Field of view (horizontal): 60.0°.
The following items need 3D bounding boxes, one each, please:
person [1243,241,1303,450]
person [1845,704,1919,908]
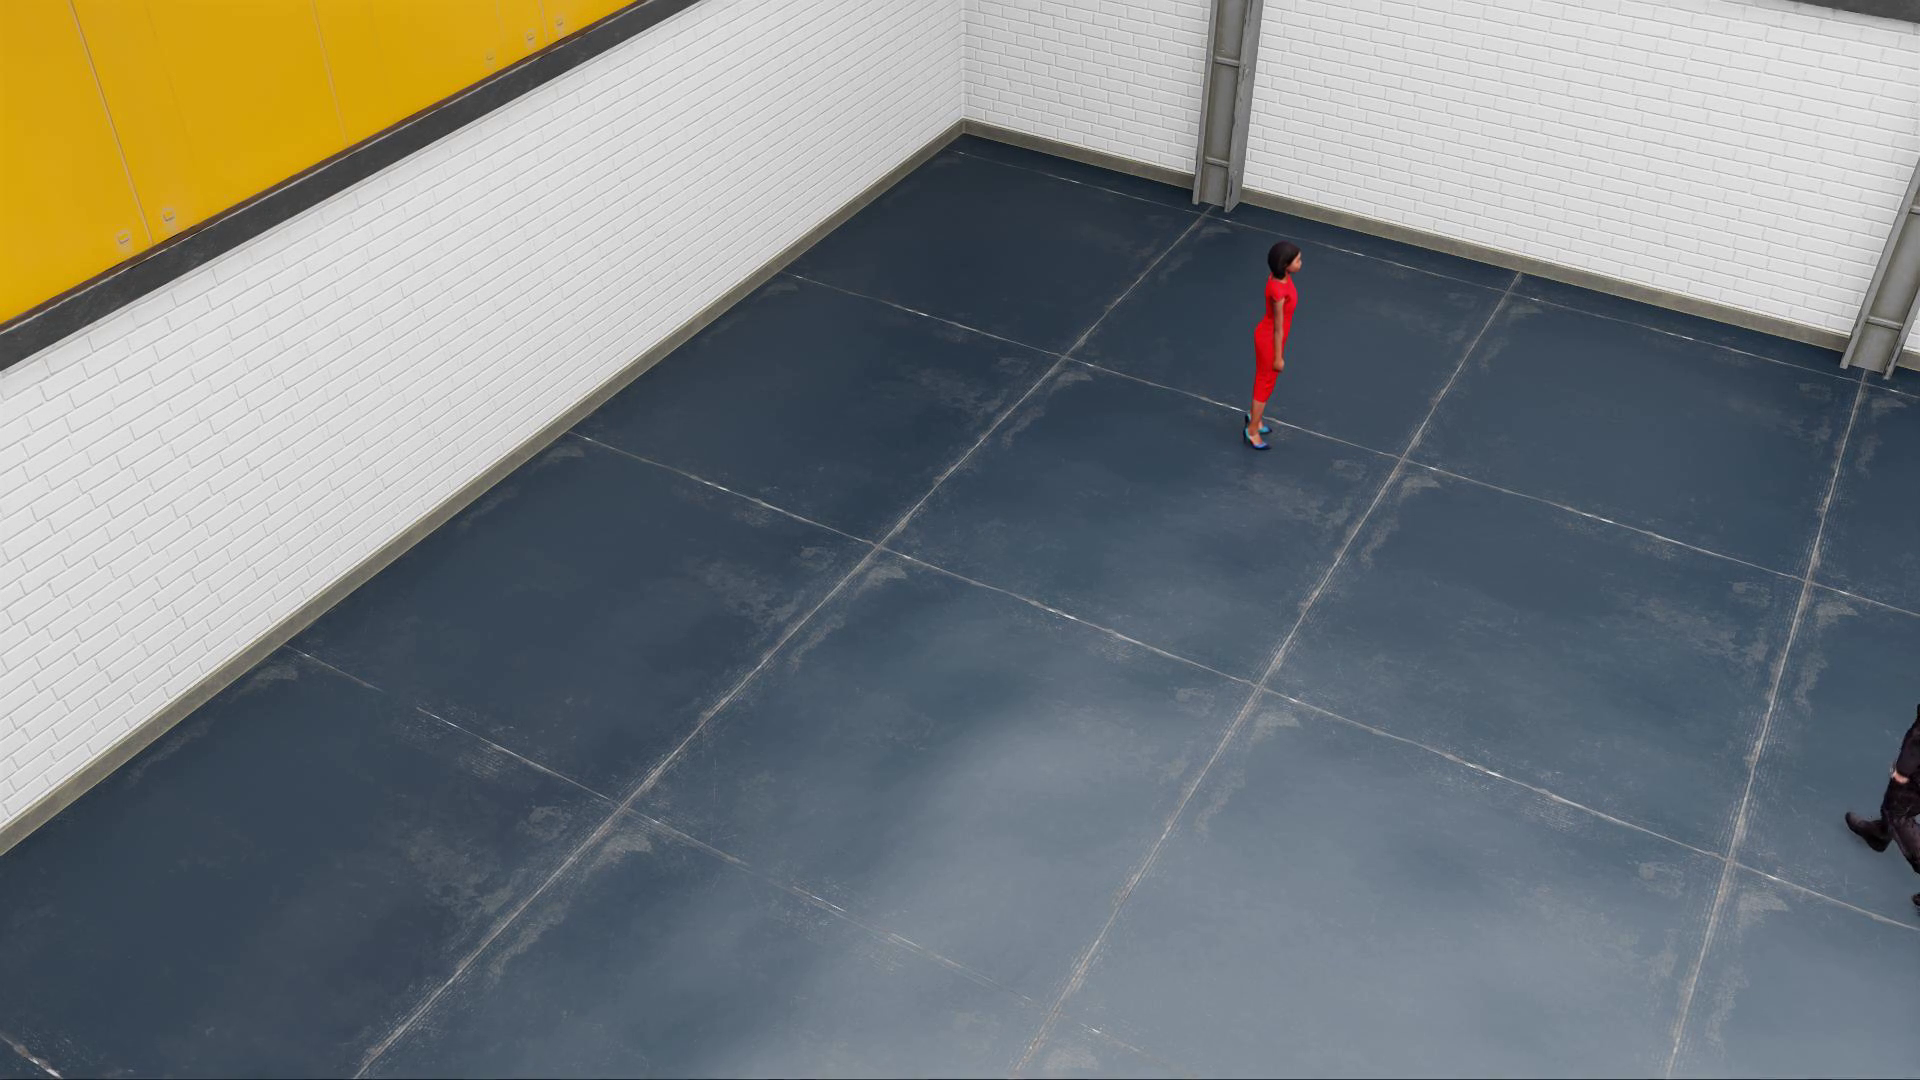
[{"bbox_3d":[2.395,-1.507,12.822,0.594,1.741,0.623,8,39,10],"label":"person"},{"bbox_3d":[5.511,1.277,9.277,1.066,1.815,1.191,-16,41,-19],"label":"person"}]
